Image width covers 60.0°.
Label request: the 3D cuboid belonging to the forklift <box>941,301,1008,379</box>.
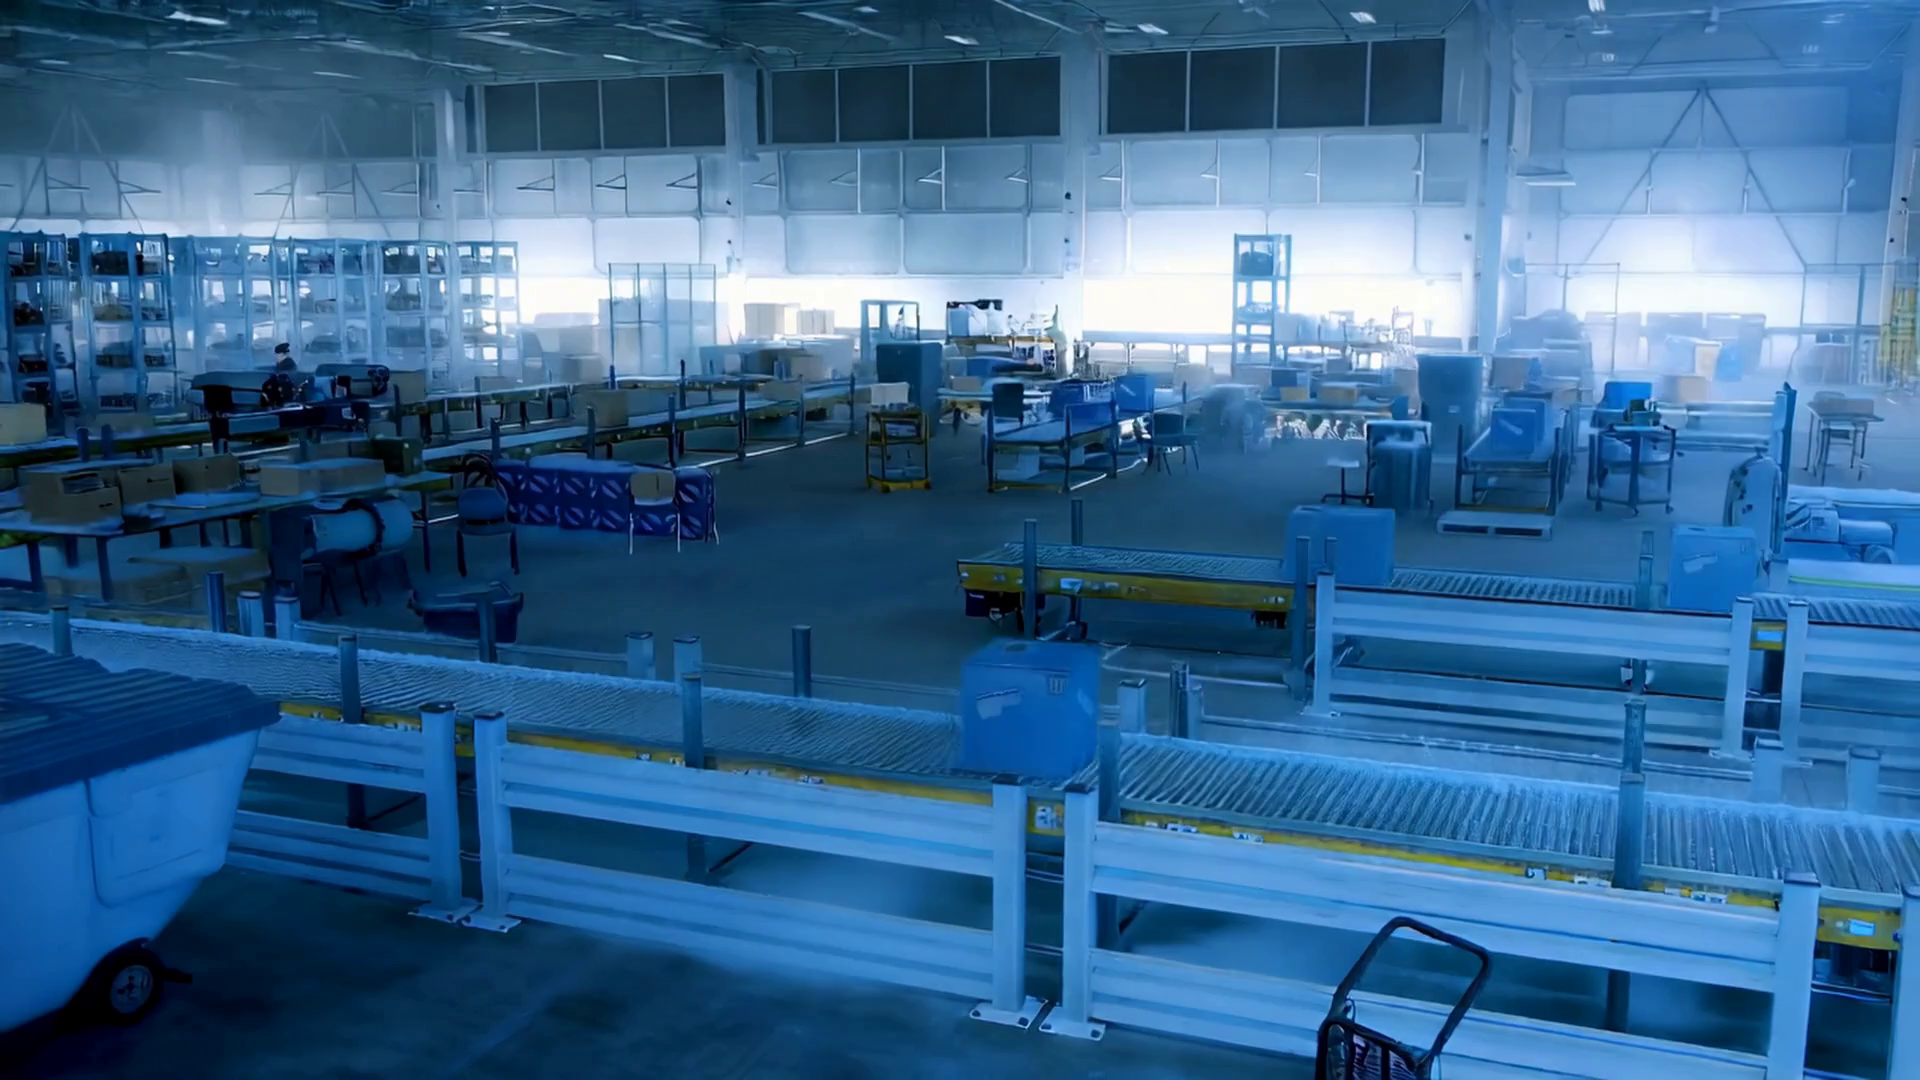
[{"bbox_3d":[0.365,-4.966,41.571,1.157,1.987,2.680,3,10,20],"label":"forklift"}]

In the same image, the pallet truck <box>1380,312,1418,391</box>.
[{"bbox_3d":[10.207,-4.283,38.369,0.823,1.965,1.885,3,10,20],"label":"pallet truck"}]

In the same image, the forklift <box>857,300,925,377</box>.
[{"bbox_3d":[-1.732,-5.109,42.468,1.157,1.987,2.680,4,10,22],"label":"forklift"}]

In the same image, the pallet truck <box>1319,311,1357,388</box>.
[{"bbox_3d":[9.071,-4.419,39.190,0.823,1.965,1.885,5,10,26],"label":"pallet truck"}]

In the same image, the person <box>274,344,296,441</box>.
[{"bbox_3d":[-10.892,-2.265,26.849,0.404,1.771,0.675,-4,10,-24],"label":"person"}]

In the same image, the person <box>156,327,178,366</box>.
[{"bbox_3d":[-17.982,-4.060,37.533,0.570,1.831,0.412,-7,12,-37],"label":"person"}]

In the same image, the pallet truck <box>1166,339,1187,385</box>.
[{"bbox_3d":[5.418,-4.269,40.420,0.704,1.261,1.522,3,10,20],"label":"pallet truck"}]

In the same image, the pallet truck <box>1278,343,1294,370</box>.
[{"bbox_3d":[7.886,-4.163,39.743,0.653,1.274,1.630,4,10,22],"label":"pallet truck"}]

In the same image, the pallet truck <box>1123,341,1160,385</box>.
[{"bbox_3d":[4.445,-4.380,41.279,0.680,1.201,1.601,4,10,22],"label":"pallet truck"}]
